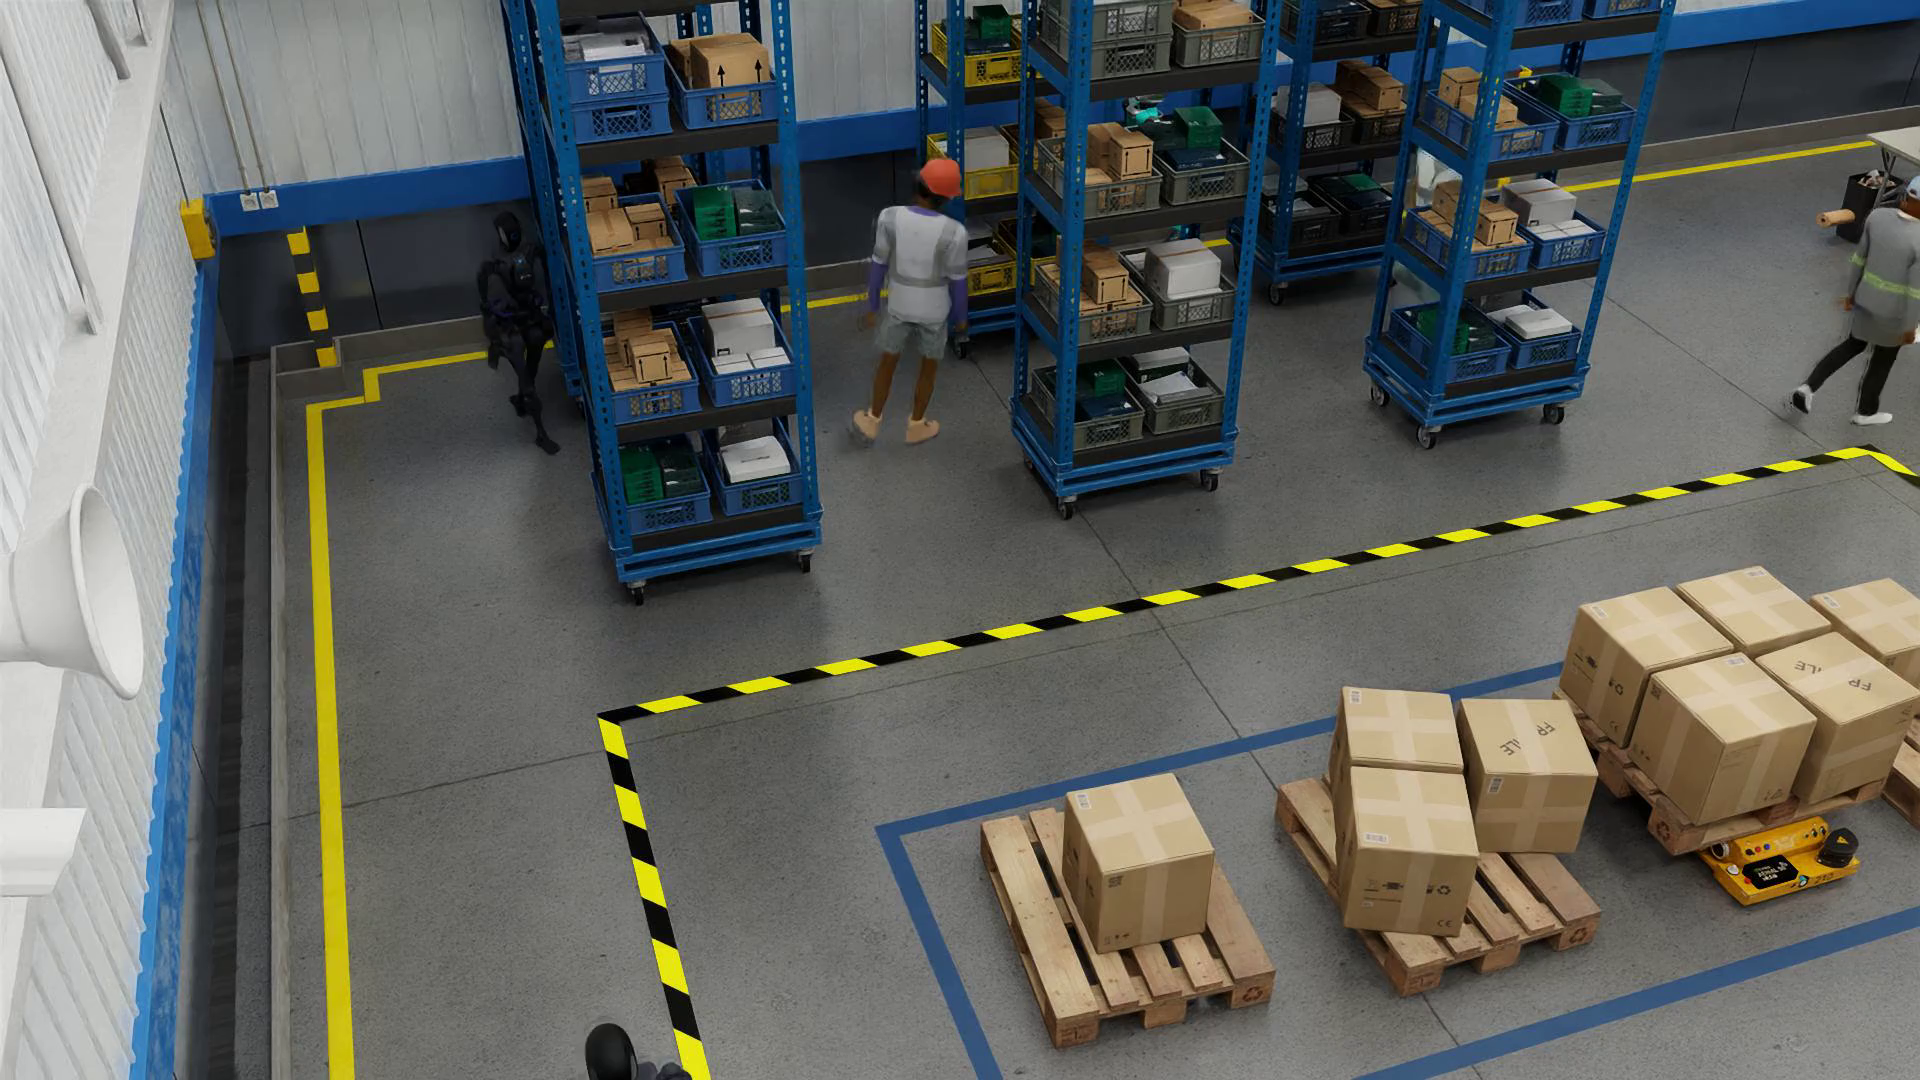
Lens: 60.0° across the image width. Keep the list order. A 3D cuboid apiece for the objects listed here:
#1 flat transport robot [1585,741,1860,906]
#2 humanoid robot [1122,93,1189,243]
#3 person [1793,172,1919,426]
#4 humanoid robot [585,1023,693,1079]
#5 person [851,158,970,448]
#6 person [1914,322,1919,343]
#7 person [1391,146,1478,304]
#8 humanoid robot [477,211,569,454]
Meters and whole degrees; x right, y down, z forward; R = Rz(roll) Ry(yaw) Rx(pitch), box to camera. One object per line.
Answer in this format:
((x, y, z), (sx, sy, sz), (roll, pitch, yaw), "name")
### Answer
((3.738, 1.188, 8.347), (0.652, 0.197, 1.431), (-11, 37, -15), "flat transport robot")
((1.553, -2.614, 12.371), (0.735, 1.677, 0.533), (-11, 37, -15), "humanoid robot")
((6.040, -1.547, 10.888), (0.686, 1.835, 0.607), (-10, 36, -14), "person")
((-1.134, 2.213, 5.703), (0.594, 1.636, 0.556), (-18, 39, -23), "humanoid robot")
((-0.312, -1.515, 10.715), (0.781, 1.985, 0.446), (9, 36, 12), "person")
((7.095, -2.322, 11.955), (0.327, 1.876, 0.515), (-11, 37, -15), "person")
((3.386, -2.222, 11.846), (0.453, 1.831, 0.597), (-24, 42, -30), "person")
((-2.870, -1.418, 10.901), (0.596, 1.627, 0.796), (-29, 44, -34), "humanoid robot")
